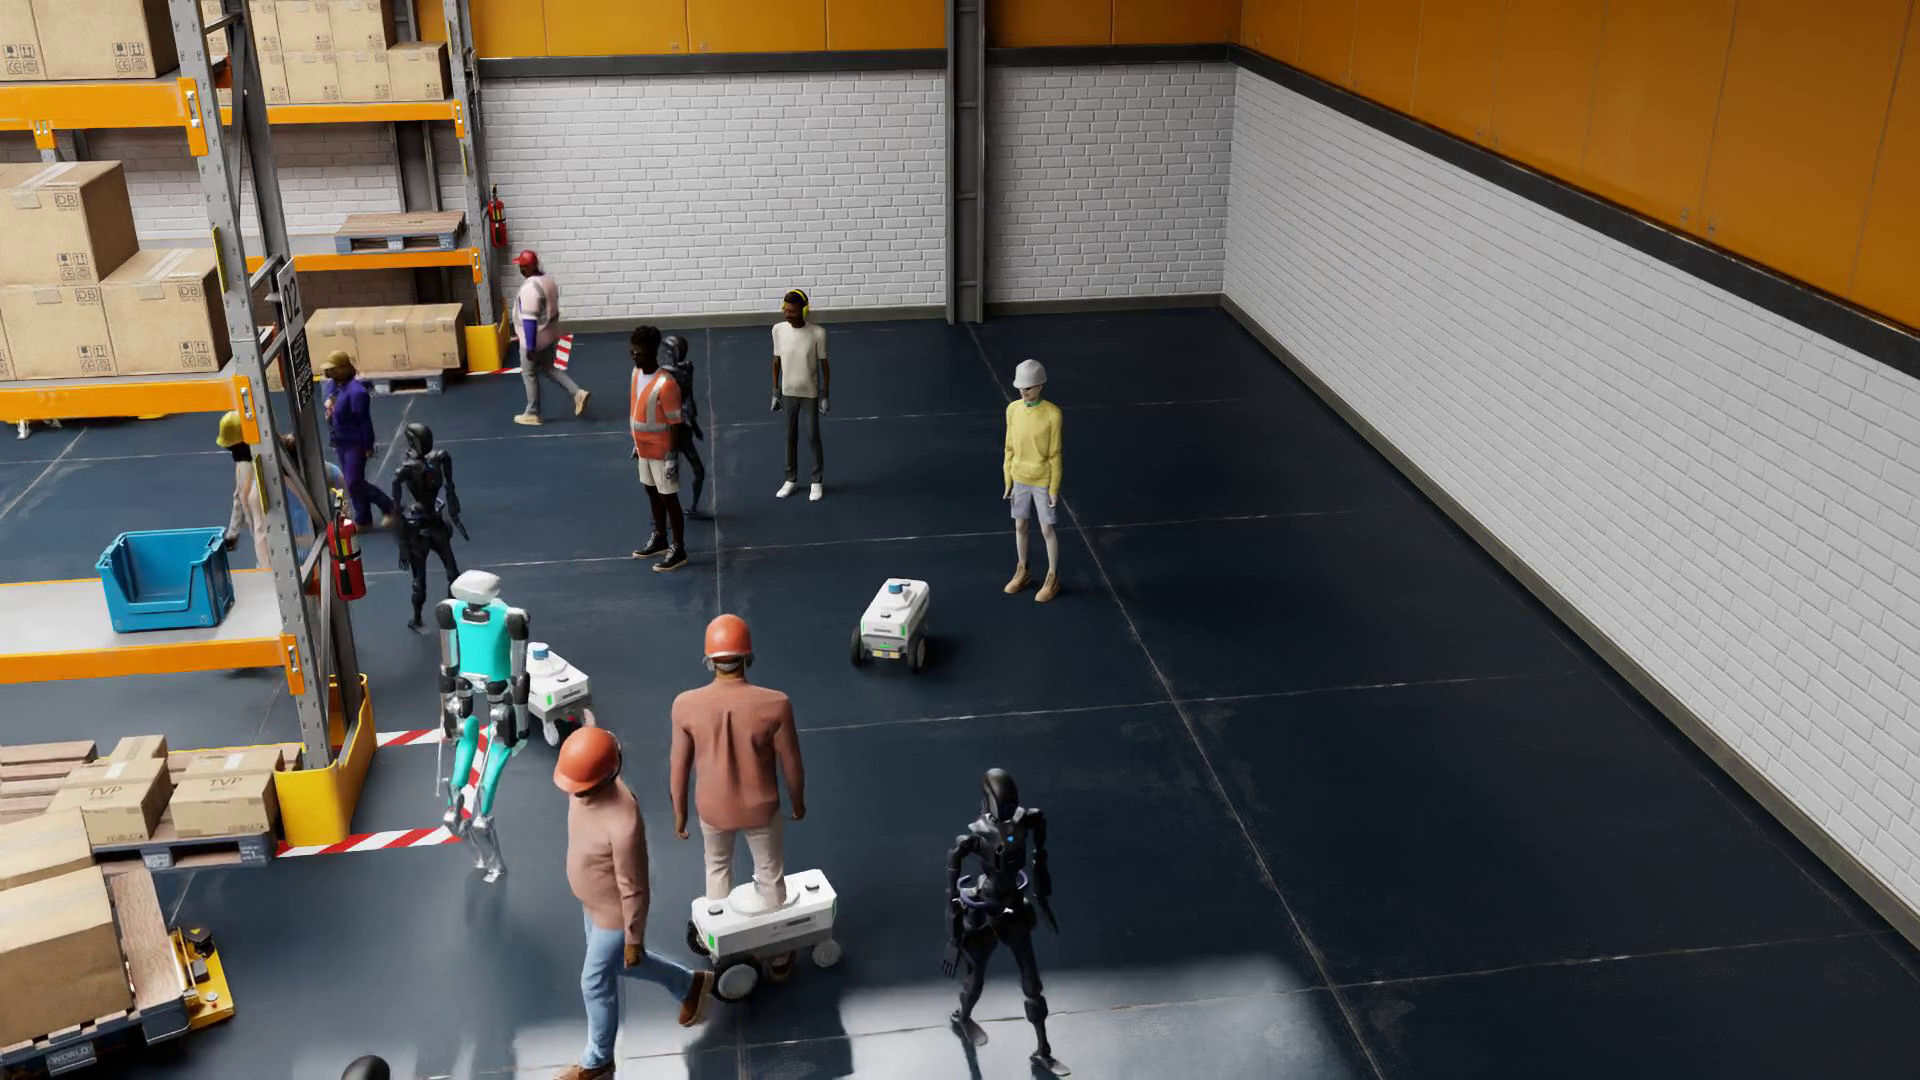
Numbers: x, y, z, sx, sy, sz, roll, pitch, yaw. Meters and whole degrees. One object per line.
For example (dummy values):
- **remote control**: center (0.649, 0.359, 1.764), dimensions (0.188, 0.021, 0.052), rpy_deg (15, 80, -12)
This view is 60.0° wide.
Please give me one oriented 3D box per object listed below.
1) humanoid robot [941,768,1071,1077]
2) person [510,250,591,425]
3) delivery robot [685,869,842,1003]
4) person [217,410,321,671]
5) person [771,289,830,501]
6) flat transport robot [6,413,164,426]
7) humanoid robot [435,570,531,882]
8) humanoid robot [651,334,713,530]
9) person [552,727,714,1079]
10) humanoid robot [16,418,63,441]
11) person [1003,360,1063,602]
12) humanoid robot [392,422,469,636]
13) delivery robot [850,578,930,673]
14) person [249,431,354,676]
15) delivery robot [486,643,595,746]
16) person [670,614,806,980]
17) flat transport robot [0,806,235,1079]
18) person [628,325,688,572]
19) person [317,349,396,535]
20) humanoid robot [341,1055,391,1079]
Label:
- **humanoid robot**: center (0.192, 1.747, 7.704), dimensions (0.608, 1.628, 0.685), rpy_deg (-14, 27, -29)
- **person**: center (-4.001, -1.937, 15.992), dimensions (0.677, 1.734, 0.615), rpy_deg (4, 24, 10)
- **delivery robot**: center (-1.027, 1.986, 8.540), dimensions (0.796, 0.614, 0.499), rpy_deg (-10, 26, -22)
- **person**: center (-4.827, -0.001, 11.399), dimensions (0.961, 1.870, 0.581), rpy_deg (-15, 28, -30)
- **person**: center (-1.363, -1.240, 14.237), dimensions (0.524, 1.865, 0.312), rpy_deg (5, 24, 12)
- **flat transport robot**: center (-8.602, -1.364, 16.505), dimensions (1.431, 0.231, 0.659), rpy_deg (-3, 24, -8)
- **humanoid robot**: center (-2.653, 1.109, 9.090), dimensions (0.542, 1.829, 0.700), rpy_deg (5, 24, 10)
- **humanoid robot**: center (-2.328, -0.899, 13.698), dimensions (0.482, 1.645, 0.611), rpy_deg (9, 25, 20)
- **person**: center (-1.539, 1.635, 7.595), dimensions (0.774, 1.946, 0.663), rpy_deg (-12, 27, -26)
- **humanoid robot**: center (-8.906, -1.816, 15.723), dimensions (0.530, 1.791, 0.797), rpy_deg (-16, 28, -32)
- **person**: center (0.544, -0.449, 12.427), dimensions (0.480, 1.881, 0.401), rpy_deg (12, 27, 26)
- **humanoid robot**: center (-3.788, -0.081, 11.843), dimensions (0.542, 1.637, 0.589), rpy_deg (13, 27, 27)
- **delivery robot**: center (-0.468, 0.587, 11.728), dimensions (0.516, 0.614, 0.785), rpy_deg (6, 24, 12)
- **person**: center (-4.323, 0.169, 11.090), dimensions (0.670, 1.826, 0.678), rpy_deg (-13, 27, -27)
- **delivery robot**: center (-2.718, 0.953, 10.857), dimensions (0.499, 0.585, 0.785), rpy_deg (-21, 31, -39)
- **person**: center (-1.092, 1.297, 8.328), dimensions (0.650, 1.978, 0.437), rpy_deg (2, 24, 5)
- **flat transport robot**: center (-4.364, 2.318, 8.116), dimensions (1.431, 0.231, 0.659), rpy_deg (-14, 27, -28)
- **person**: center (-2.370, -0.721, 12.929), dimensions (0.361, 1.964, 0.612), rpy_deg (-18, 29, -35)
- **person**: center (-4.938, -0.784, 13.504), dimensions (0.465, 1.615, 0.412), rpy_deg (20, 31, 38)
- **humanoid robot**: center (-1.968, 2.495, 5.965), dimensions (0.589, 1.648, 0.465), rpy_deg (0, 24, 0)
